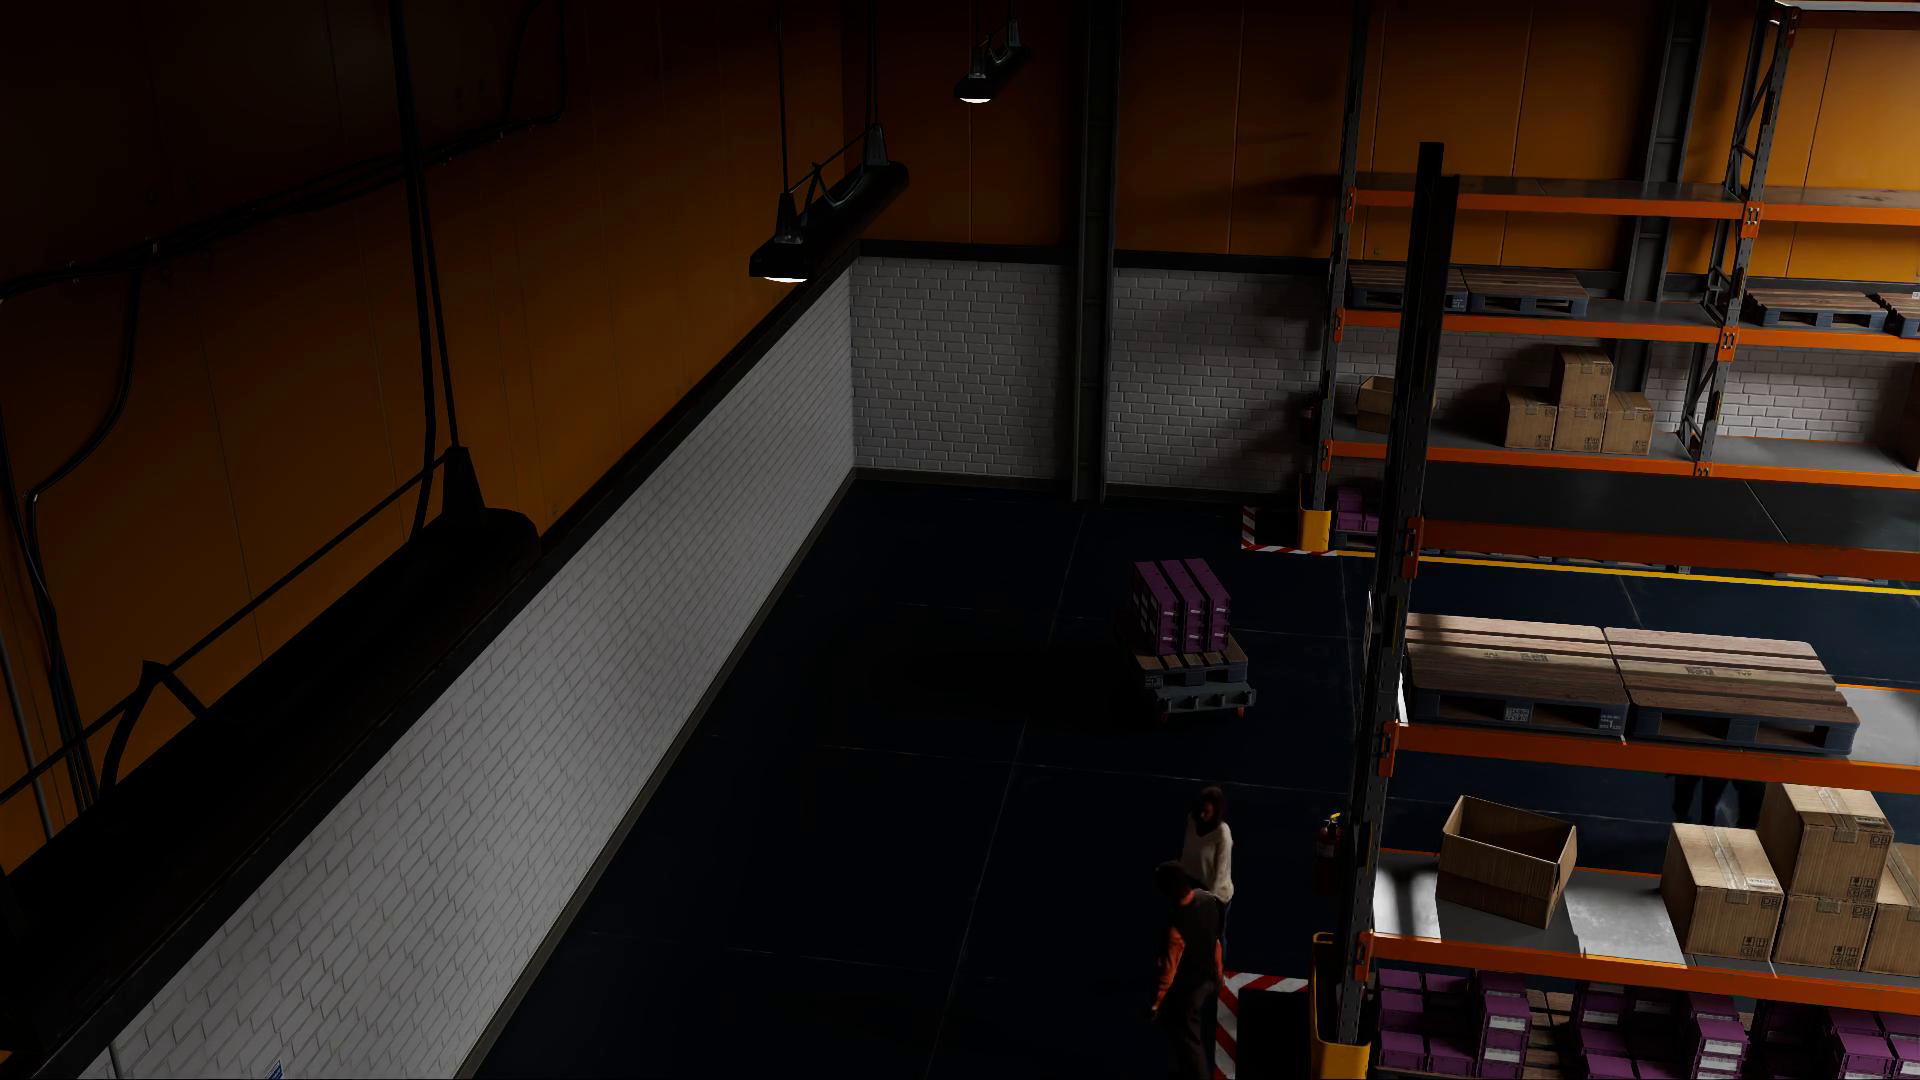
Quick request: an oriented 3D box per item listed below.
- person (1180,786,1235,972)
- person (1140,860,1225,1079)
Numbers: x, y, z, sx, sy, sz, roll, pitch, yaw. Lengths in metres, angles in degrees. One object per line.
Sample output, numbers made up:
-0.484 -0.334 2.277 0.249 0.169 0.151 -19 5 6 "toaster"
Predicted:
1.784 2.407 11.619 0.858 1.665 0.797 -15 27 -30 "person"
1.501 2.859 10.370 0.919 1.839 0.906 19 30 37 "person"
